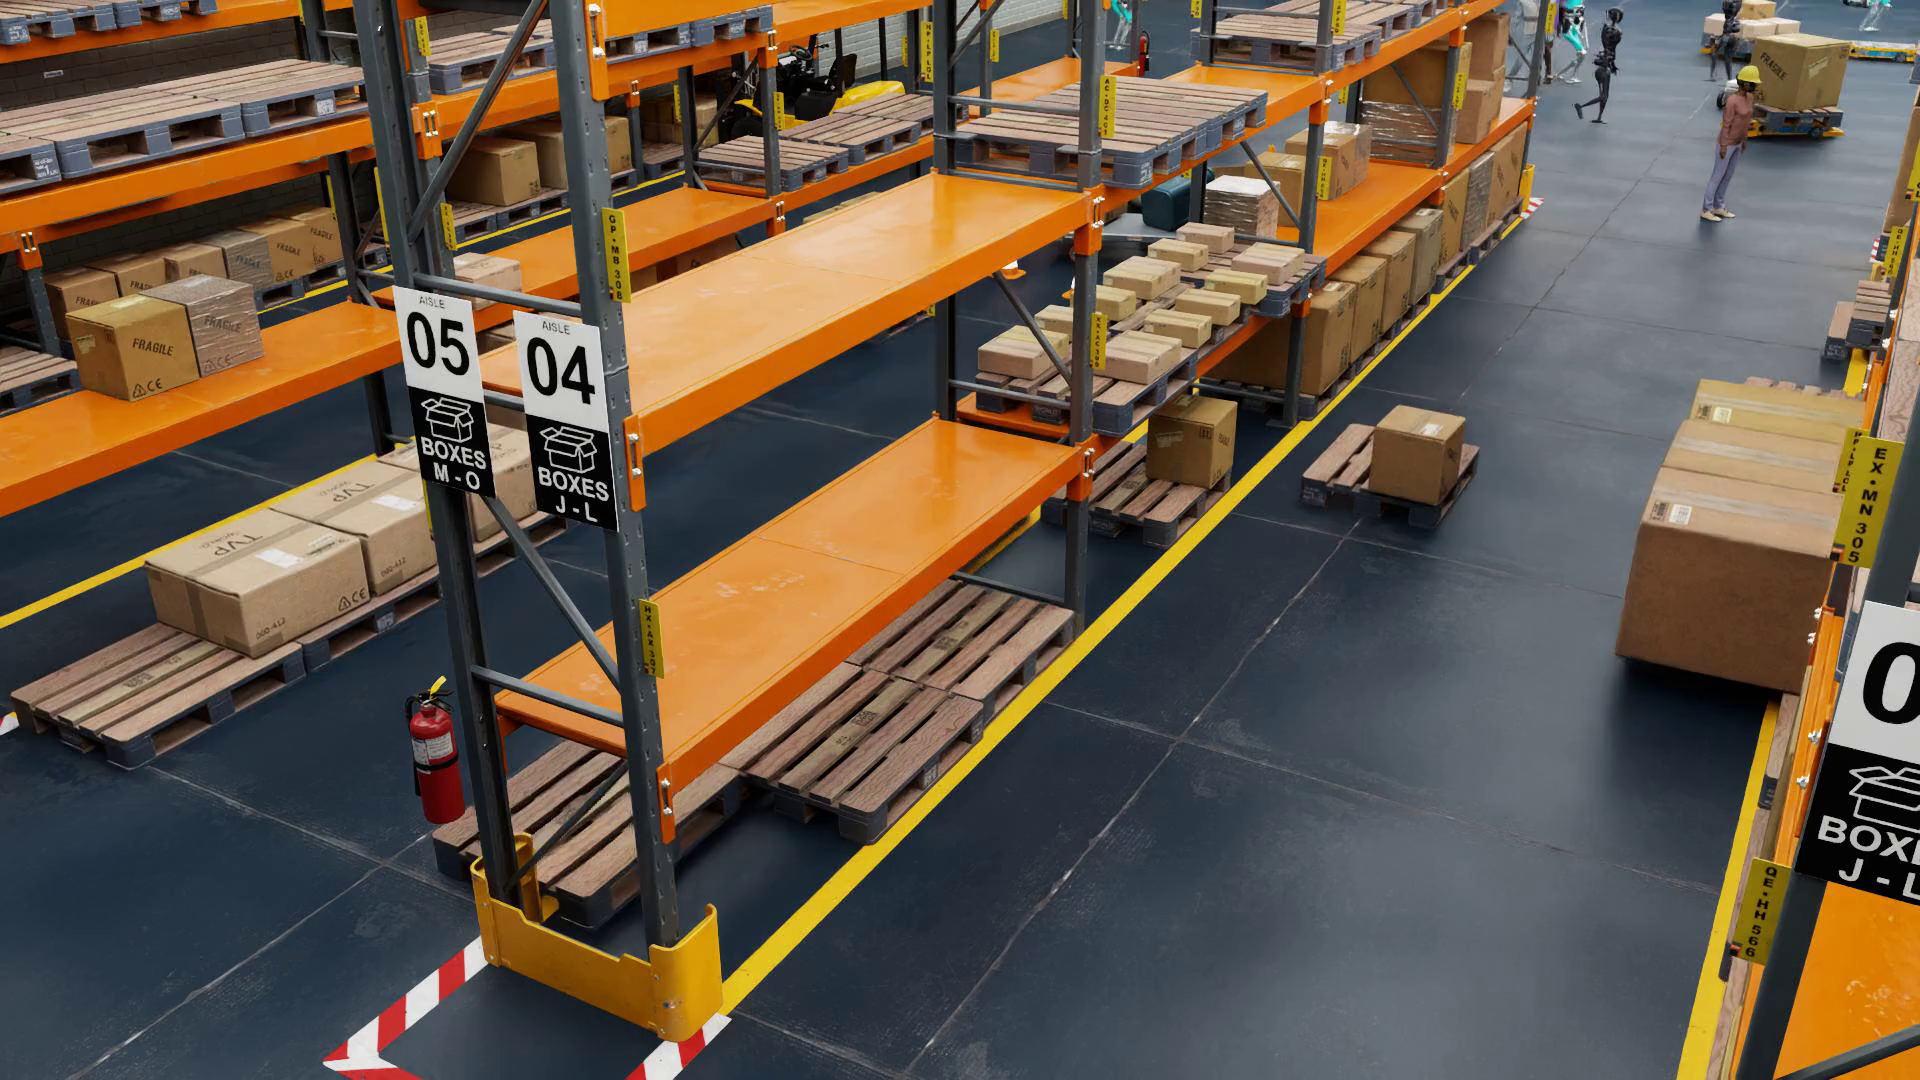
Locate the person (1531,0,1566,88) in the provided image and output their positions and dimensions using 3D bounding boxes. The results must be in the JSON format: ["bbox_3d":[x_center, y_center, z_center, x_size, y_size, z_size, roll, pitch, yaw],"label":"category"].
[{"bbox_3d":[9.262,-8.171,26.387,0.634,1.940,0.452,-3,26,-7],"label":"person"}]

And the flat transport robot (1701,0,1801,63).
[{"bbox_3d":[13.719,-8.523,29.053,0.659,0.231,1.431,-11,28,-22],"label":"flat transport robot"}]

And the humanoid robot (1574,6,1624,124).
[{"bbox_3d":[9.235,-6.834,23.930,0.465,1.645,0.588,14,29,27],"label":"humanoid robot"}]

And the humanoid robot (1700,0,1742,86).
[{"bbox_3d":[12.252,-8.096,26.554,0.534,1.641,0.598,8,27,15],"label":"humanoid robot"}]

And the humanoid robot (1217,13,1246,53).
[{"bbox_3d":[3.805,-6.643,23.533,0.584,1.635,0.536,15,30,29],"label":"humanoid robot"}]

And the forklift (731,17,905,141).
[{"bbox_3d":[-1.819,-5.975,21.543,2.313,2.155,1.214,14,29,26],"label":"forklift"}]

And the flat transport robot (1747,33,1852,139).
[{"bbox_3d":[11.652,-5.869,23.537,1.431,0.231,0.659,0,26,0],"label":"flat transport robot"}]

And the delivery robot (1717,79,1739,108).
[{"bbox_3d":[11.835,-6.784,25.105,0.774,0.592,0.499,-22,33,-38],"label":"delivery robot"}]

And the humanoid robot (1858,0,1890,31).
[{"bbox_3d":[17.369,-10.486,31.452,0.808,1.775,0.543,5,26,10],"label":"humanoid robot"}]

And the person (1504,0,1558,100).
[{"bbox_3d":[8.837,-7.813,25.723,0.617,1.892,0.736,1,26,3],"label":"person"}]

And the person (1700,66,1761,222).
[{"bbox_3d":[8.868,-4.543,19.066,0.516,1.756,0.345,-21,33,-37],"label":"person"}]

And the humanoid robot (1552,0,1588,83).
[{"bbox_3d":[9.971,-8.220,26.749,0.572,1.779,0.893,-15,29,-28],"label":"humanoid robot"}]

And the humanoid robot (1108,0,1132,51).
[{"bbox_3d":[2.887,-9.655,29.698,0.741,1.771,0.534,-23,34,-39],"label":"humanoid robot"}]

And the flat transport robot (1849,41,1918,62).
[{"bbox_3d":[16.103,-8.551,29.110,1.431,0.231,0.659,11,28,21],"label":"flat transport robot"}]

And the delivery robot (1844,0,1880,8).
[{"bbox_3d":[18.957,-11.454,34.823,0.801,0.604,0.499,-16,30,-29],"label":"delivery robot"}]
